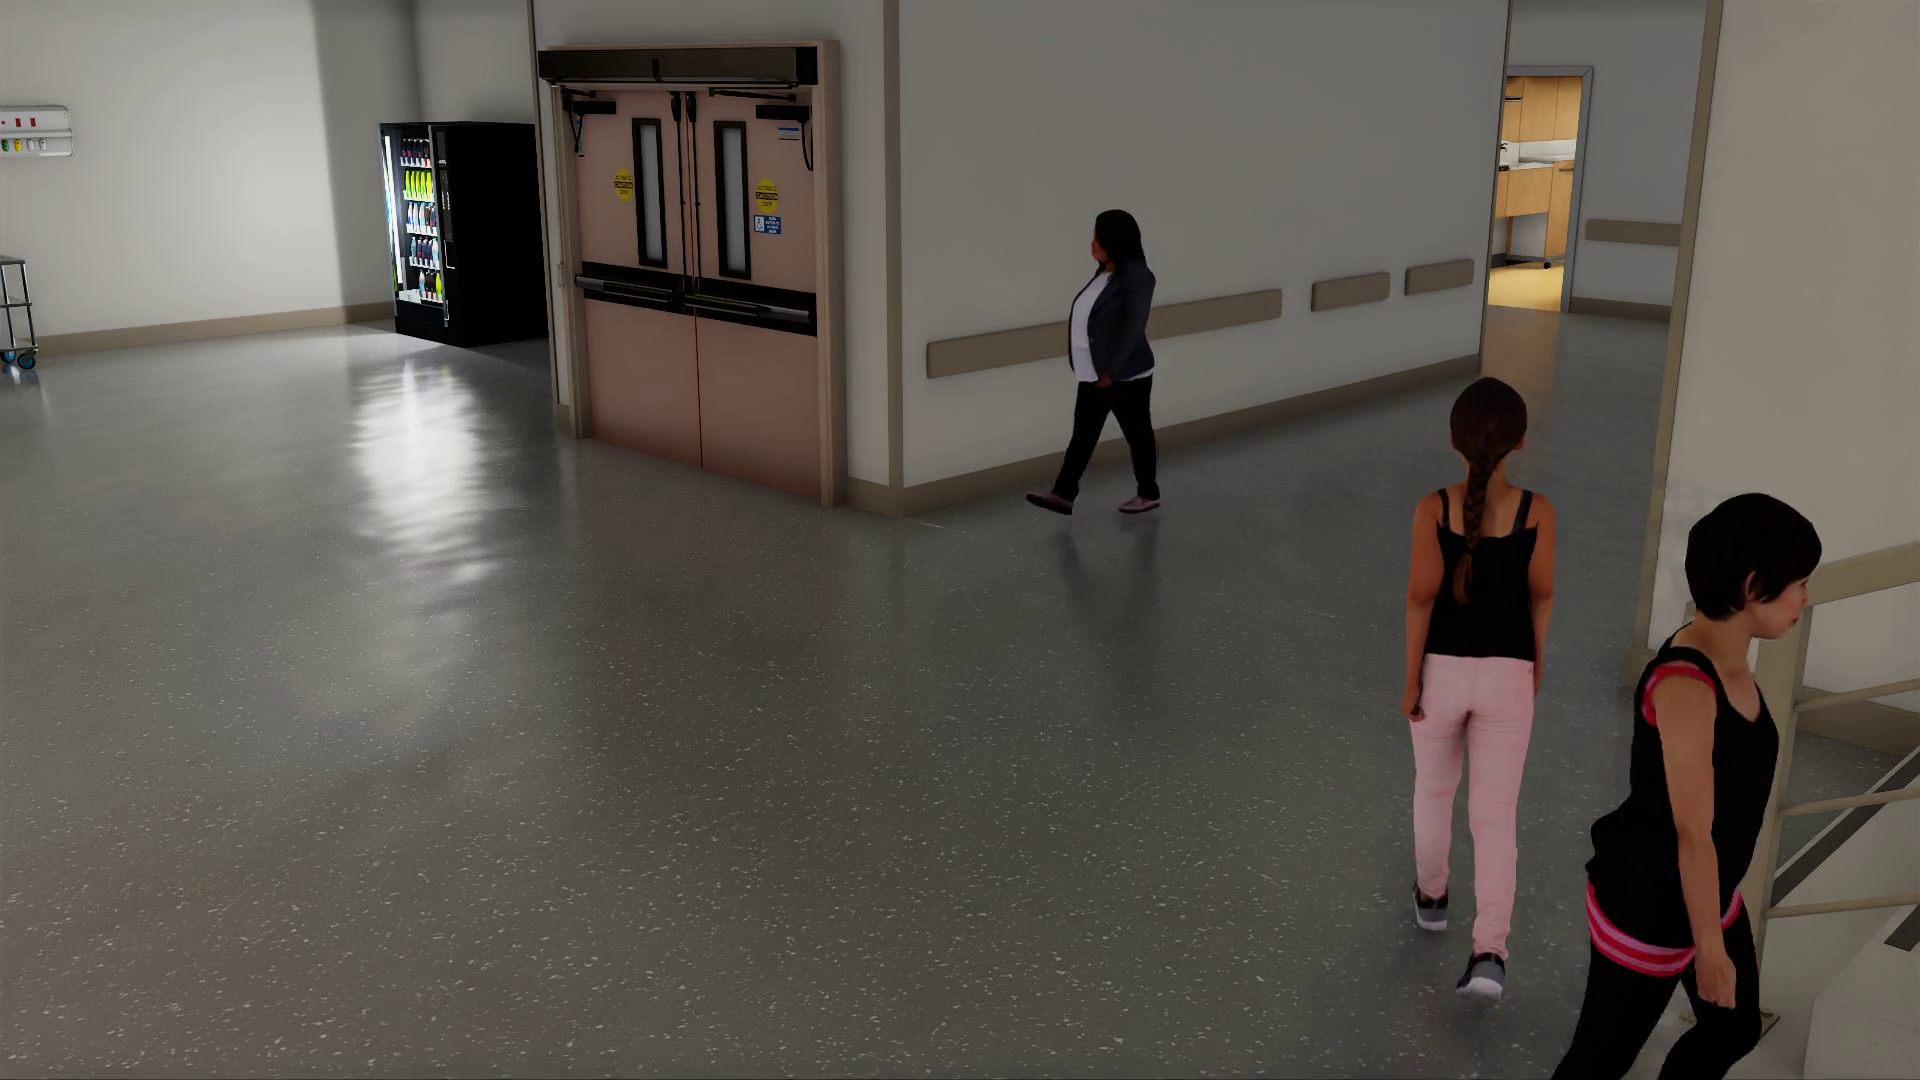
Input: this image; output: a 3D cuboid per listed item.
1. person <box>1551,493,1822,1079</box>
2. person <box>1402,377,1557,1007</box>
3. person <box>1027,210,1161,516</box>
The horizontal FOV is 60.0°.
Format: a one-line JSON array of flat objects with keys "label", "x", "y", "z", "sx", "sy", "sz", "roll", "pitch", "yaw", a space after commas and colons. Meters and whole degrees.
[{"label": "person", "x": 1.281, "y": 0.652, "z": 3.199, "sx": 0.638, "sy": 1.531, "sz": 0.615, "roll": 13, "pitch": 20, "yaw": 39}, {"label": "person", "x": 1.282, "y": 0.396, "z": 4.100, "sx": 1.007, "sy": 1.535, "sz": 0.929, "roll": 4, "pitch": 16, "yaw": 12}, {"label": "person", "x": 0.871, "y": -0.870, "z": 8.538, "sx": 0.884, "sy": 1.563, "sz": 1.018, "roll": -9, "pitch": 18, "yaw": -28}]
